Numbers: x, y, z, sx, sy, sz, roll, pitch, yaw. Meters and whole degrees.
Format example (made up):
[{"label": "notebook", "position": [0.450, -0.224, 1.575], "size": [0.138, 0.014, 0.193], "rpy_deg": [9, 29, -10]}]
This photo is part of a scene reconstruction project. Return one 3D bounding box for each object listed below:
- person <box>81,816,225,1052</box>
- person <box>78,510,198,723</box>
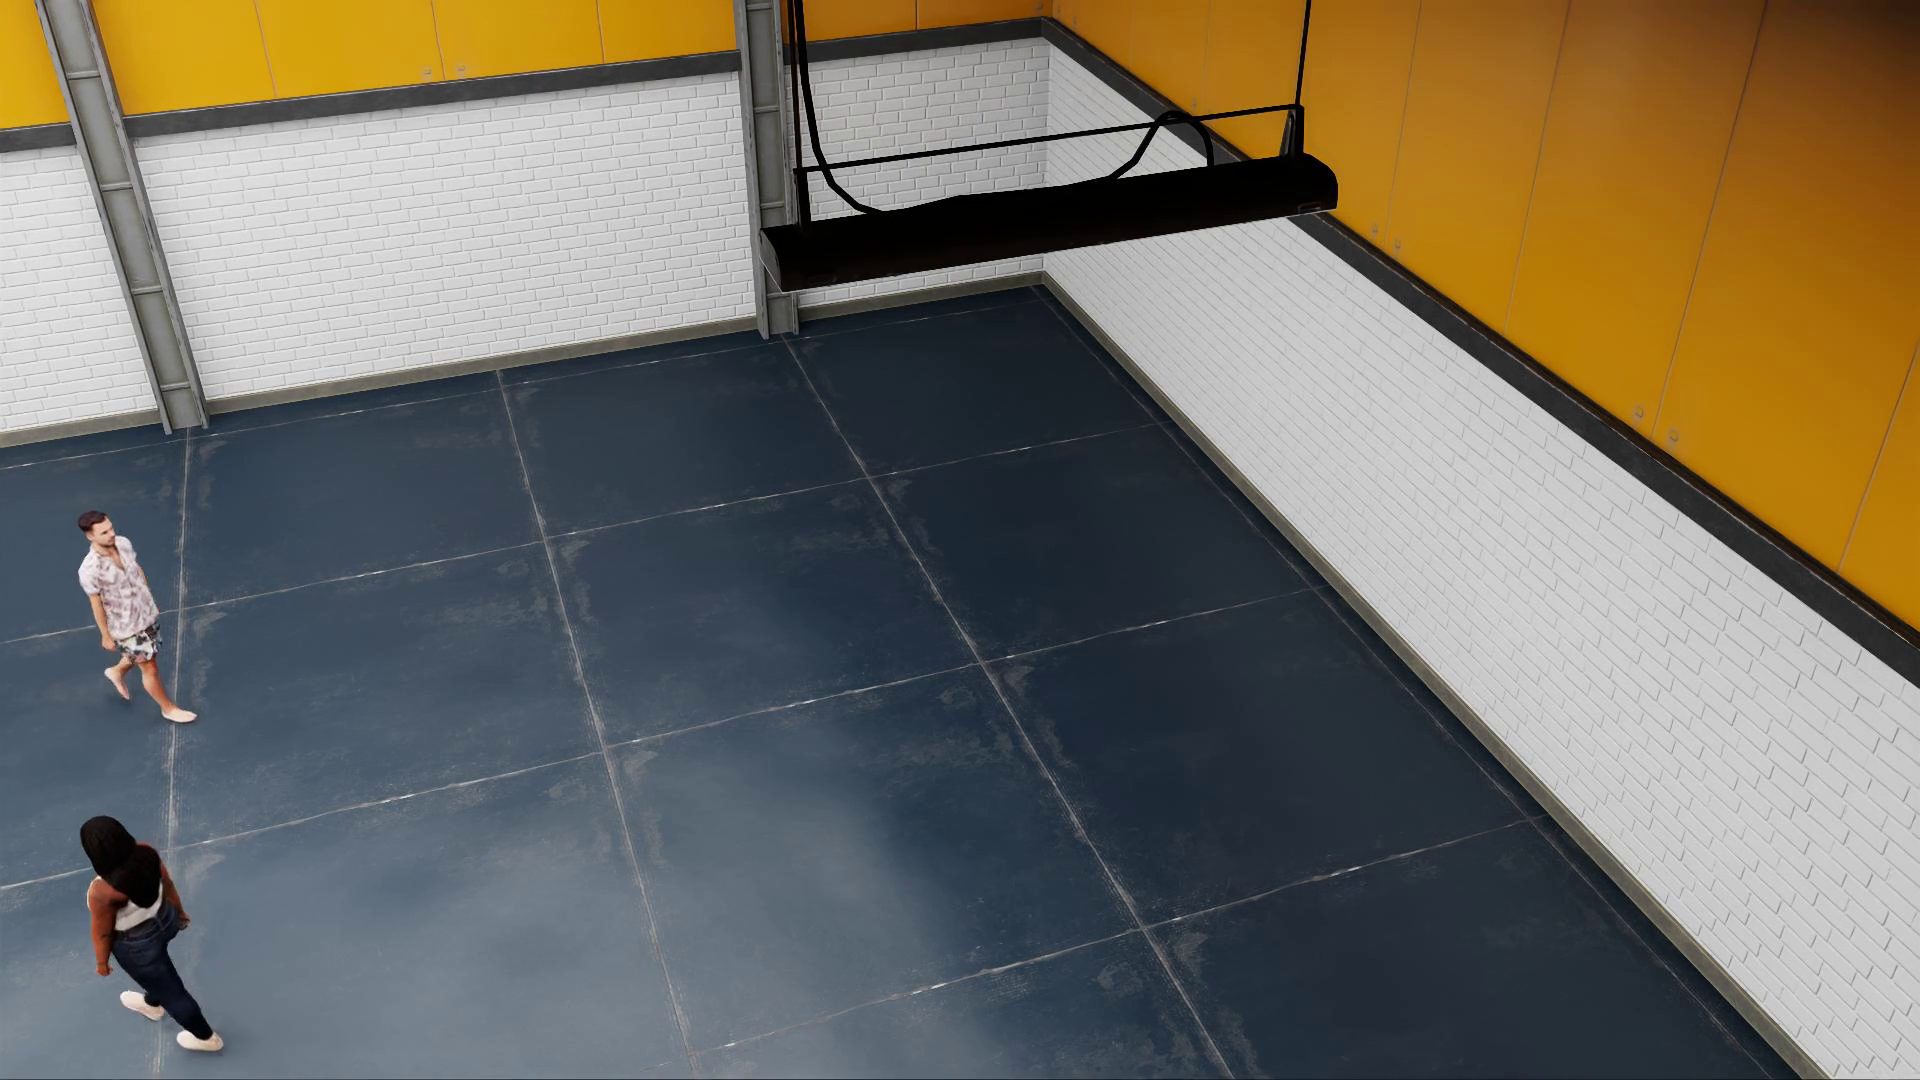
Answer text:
[{"label": "person", "position": [-4.597, 2.314, 9.584], "size": [1.111, 1.781, 0.987], "rpy_deg": [8, 35, 12]}, {"label": "person", "position": [-6.184, 0.554, 12.220], "size": [1.156, 1.793, 1.016], "rpy_deg": [7, 34, 11]}]
